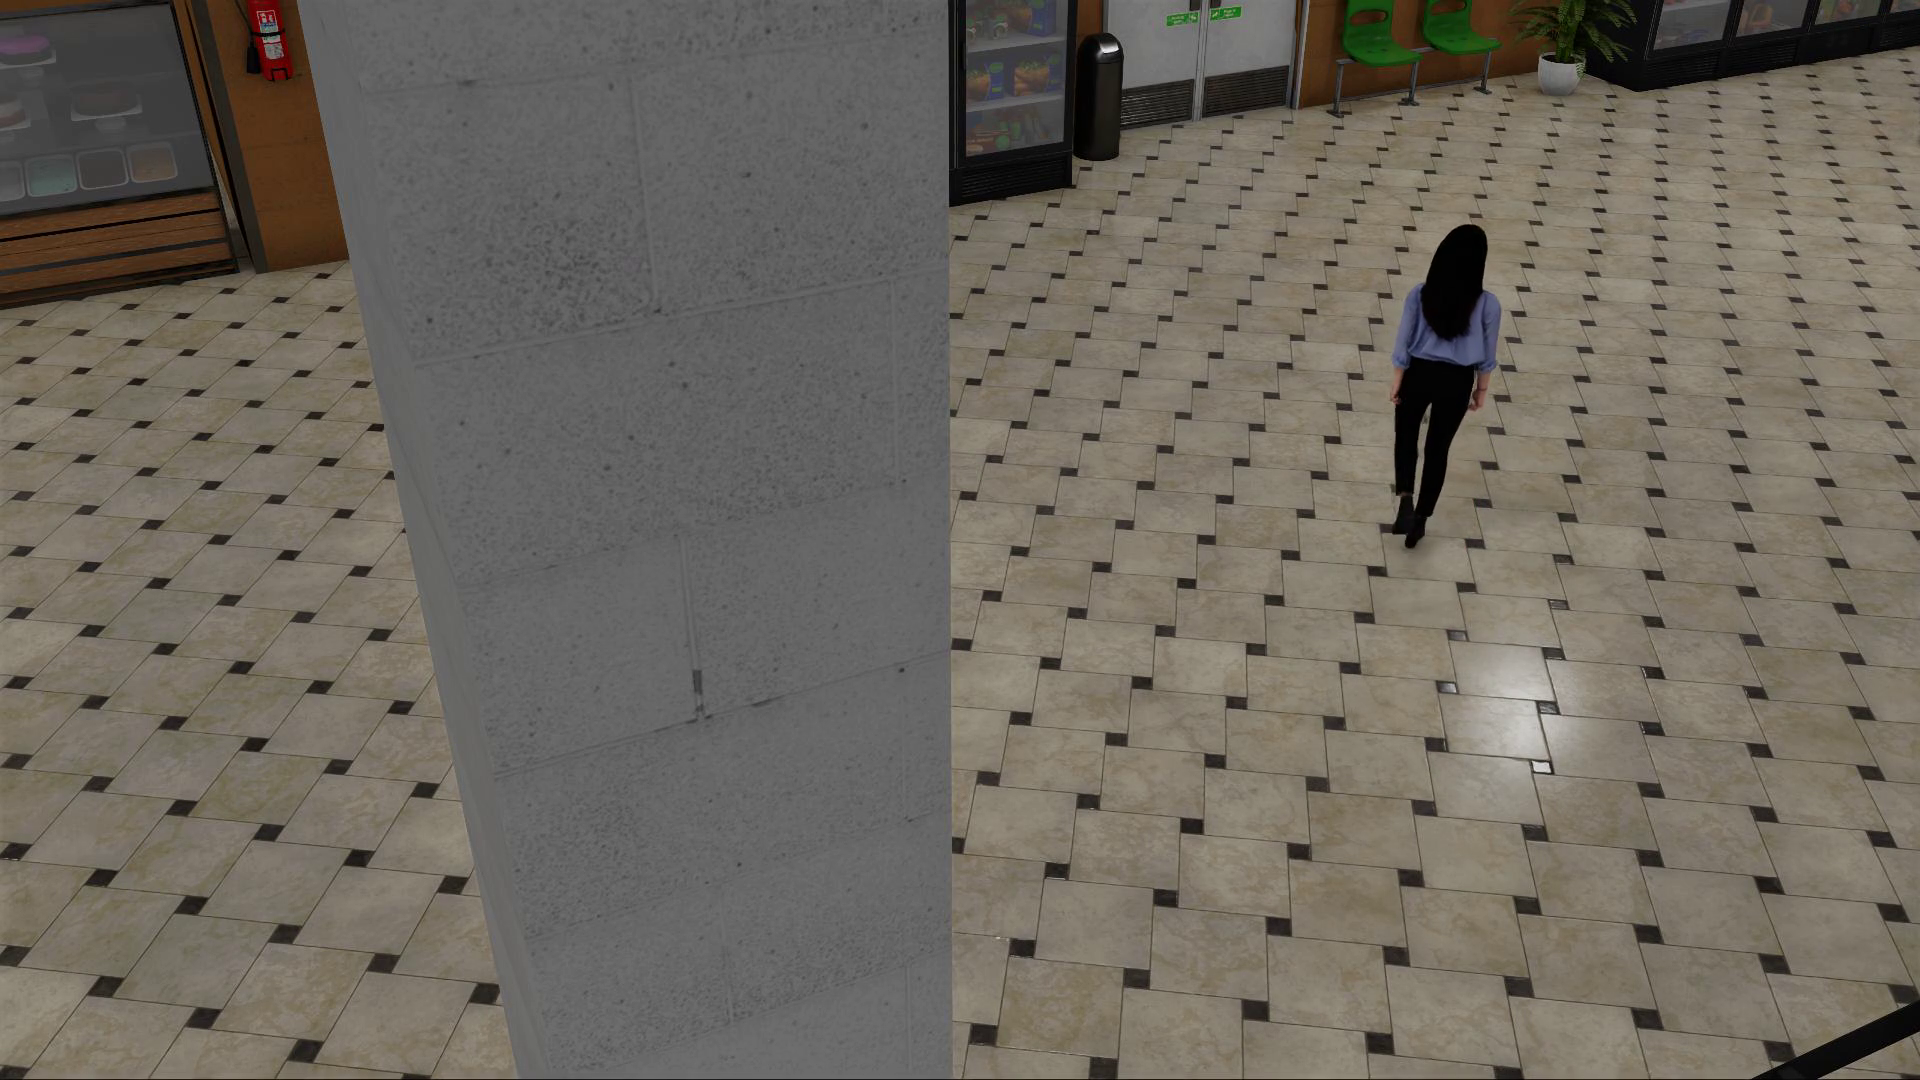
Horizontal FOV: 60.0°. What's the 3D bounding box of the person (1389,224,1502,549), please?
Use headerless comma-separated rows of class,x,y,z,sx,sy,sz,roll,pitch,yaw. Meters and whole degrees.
person,2.332,-0.689,8.183,0.829,1.731,0.887,9,33,14
